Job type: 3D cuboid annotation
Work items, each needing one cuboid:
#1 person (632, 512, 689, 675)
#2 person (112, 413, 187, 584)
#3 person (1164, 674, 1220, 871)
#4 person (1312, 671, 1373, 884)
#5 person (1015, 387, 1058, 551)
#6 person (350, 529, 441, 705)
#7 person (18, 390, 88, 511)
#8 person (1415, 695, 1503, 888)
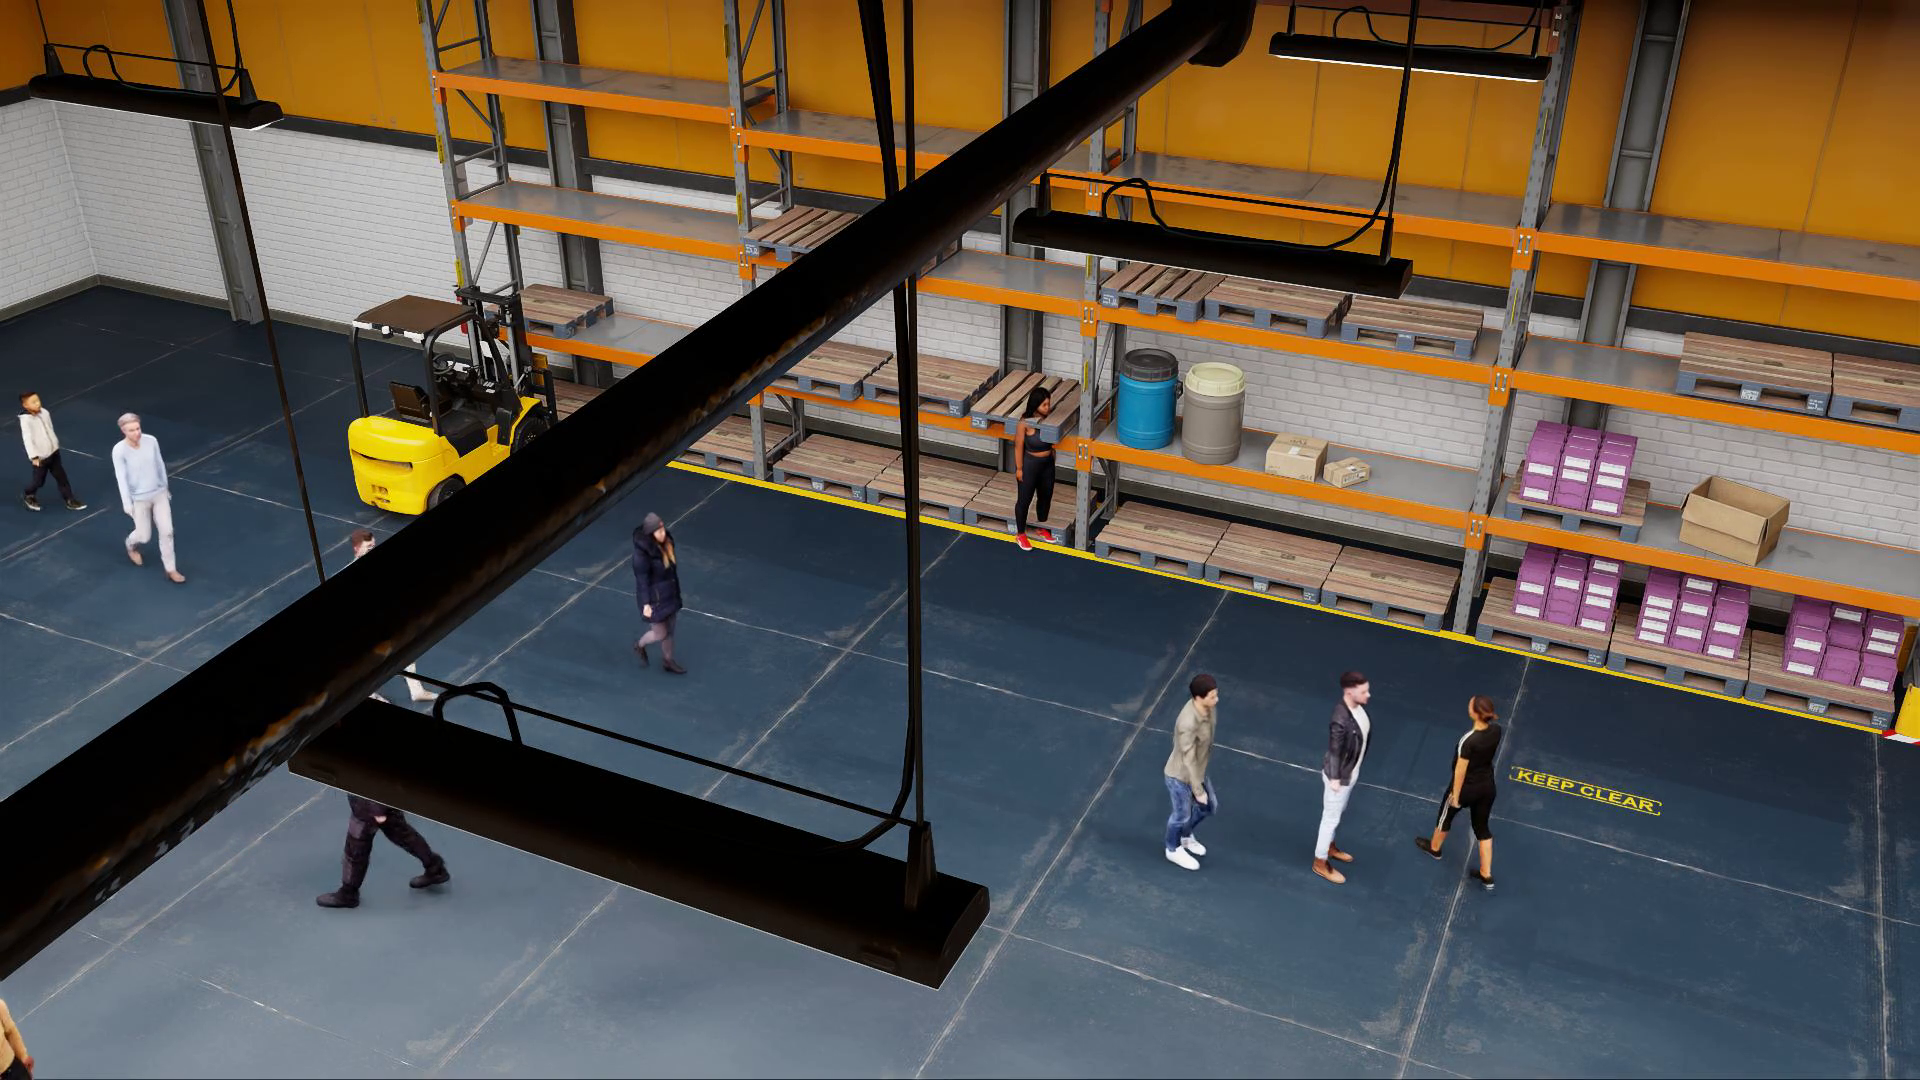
[{"bbox_3d":[-2.853,0.504,15.392,0.748,1.666,0.651,13,31,22],"label":"person"},{"bbox_3d":[-8.331,-0.452,16.930,1.088,1.871,0.788,20,35,32],"label":"person"},{"bbox_3d":[1.693,1.763,12.899,0.707,1.844,0.768,15,32,25],"label":"person"},{"bbox_3d":[2.948,1.786,12.866,0.551,1.835,0.658,14,32,24],"label":"person"},{"bbox_3d":[0.801,-0.790,17.608,0.770,1.816,0.799,-16,32,-27],"label":"person"},{"bbox_3d":[-5.304,0.707,14.859,1.014,1.820,0.781,7,29,12],"label":"person"},{"bbox_3d":[-10.173,-0.975,18.341,0.997,1.439,0.742,5,29,10],"label":"person"},{"bbox_3d":[3.996,1.938,12.791,0.965,1.638,1.052,-12,31,-21],"label":"person"}]
